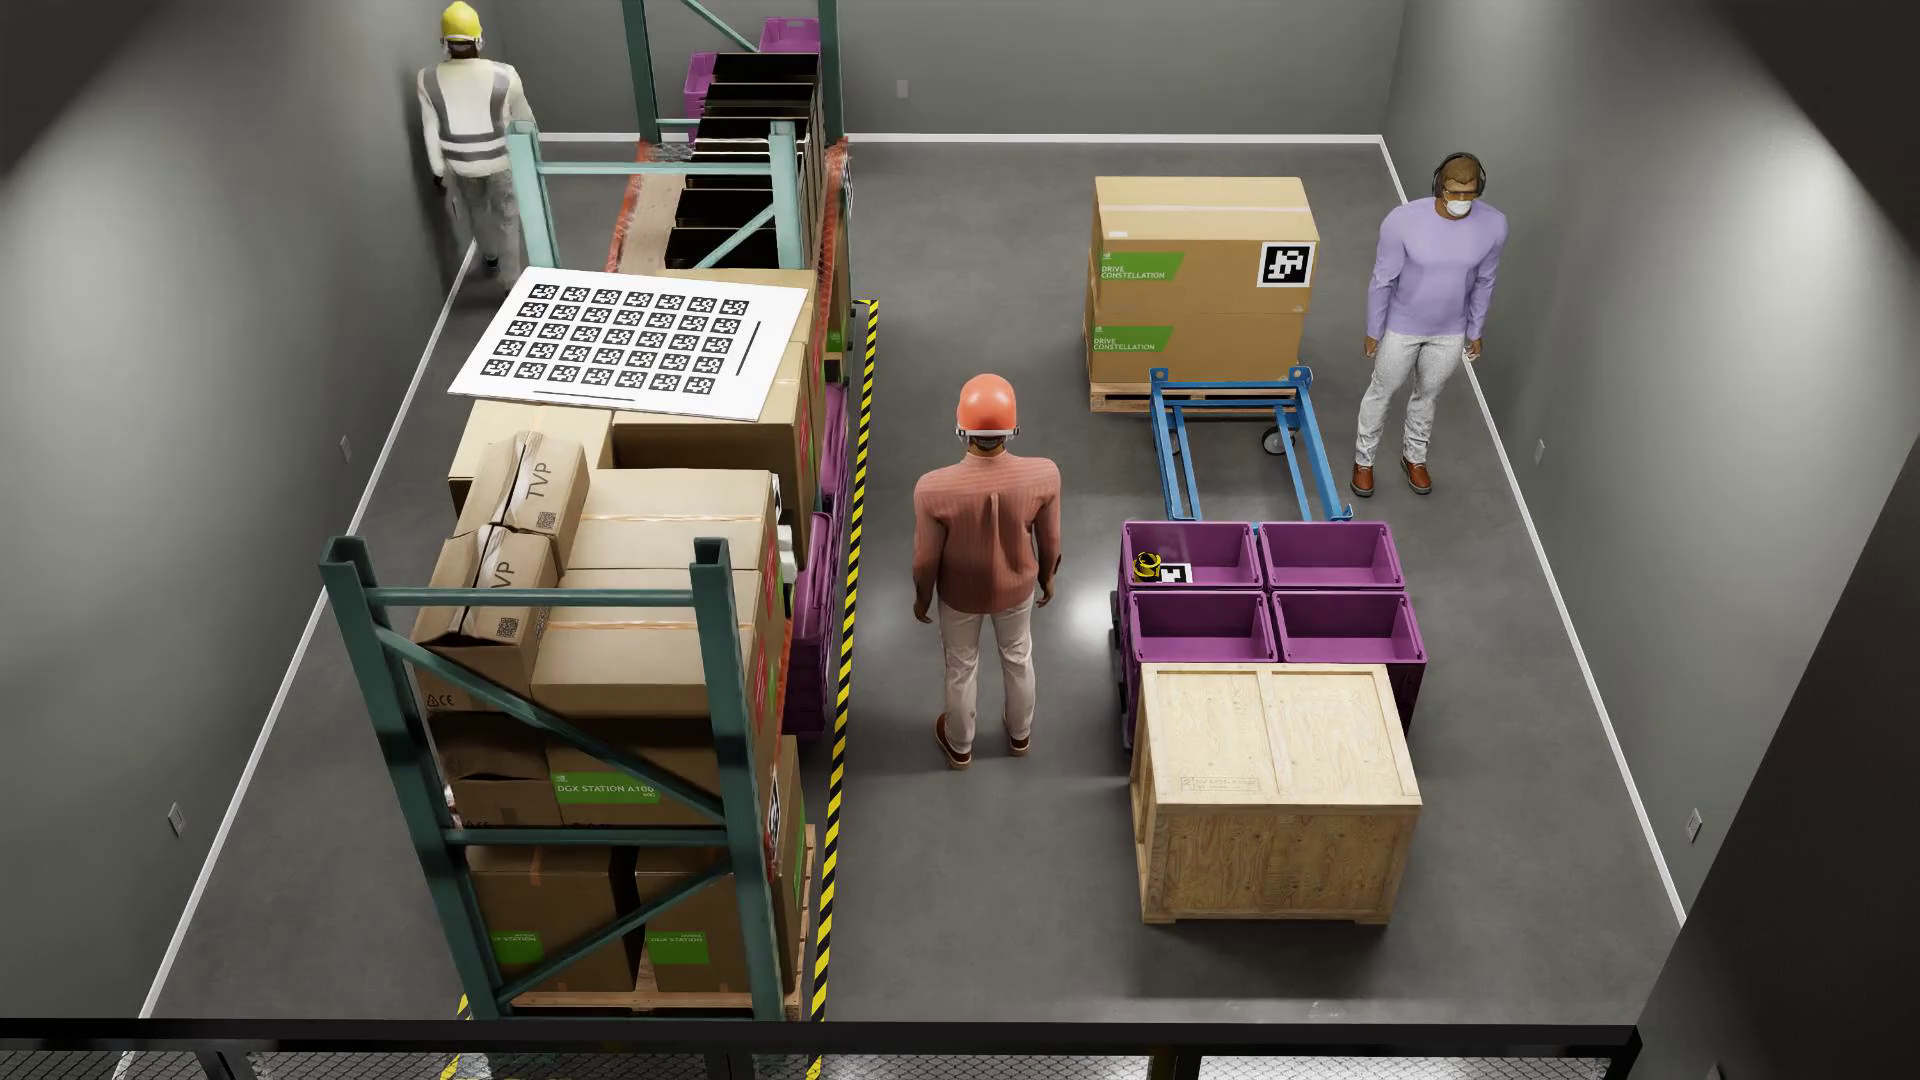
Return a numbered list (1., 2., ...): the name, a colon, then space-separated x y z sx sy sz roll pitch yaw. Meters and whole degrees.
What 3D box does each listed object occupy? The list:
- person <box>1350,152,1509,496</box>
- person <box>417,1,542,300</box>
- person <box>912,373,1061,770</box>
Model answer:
1. person: 2.329 -1.062 8.324 0.627 1.940 0.372 -1 41 -1
2. person: -2.805 -2.336 9.875 0.630 1.803 0.771 -5 41 -6
3. person: 0.103 0.163 6.886 0.626 1.992 0.387 -9 42 -11
